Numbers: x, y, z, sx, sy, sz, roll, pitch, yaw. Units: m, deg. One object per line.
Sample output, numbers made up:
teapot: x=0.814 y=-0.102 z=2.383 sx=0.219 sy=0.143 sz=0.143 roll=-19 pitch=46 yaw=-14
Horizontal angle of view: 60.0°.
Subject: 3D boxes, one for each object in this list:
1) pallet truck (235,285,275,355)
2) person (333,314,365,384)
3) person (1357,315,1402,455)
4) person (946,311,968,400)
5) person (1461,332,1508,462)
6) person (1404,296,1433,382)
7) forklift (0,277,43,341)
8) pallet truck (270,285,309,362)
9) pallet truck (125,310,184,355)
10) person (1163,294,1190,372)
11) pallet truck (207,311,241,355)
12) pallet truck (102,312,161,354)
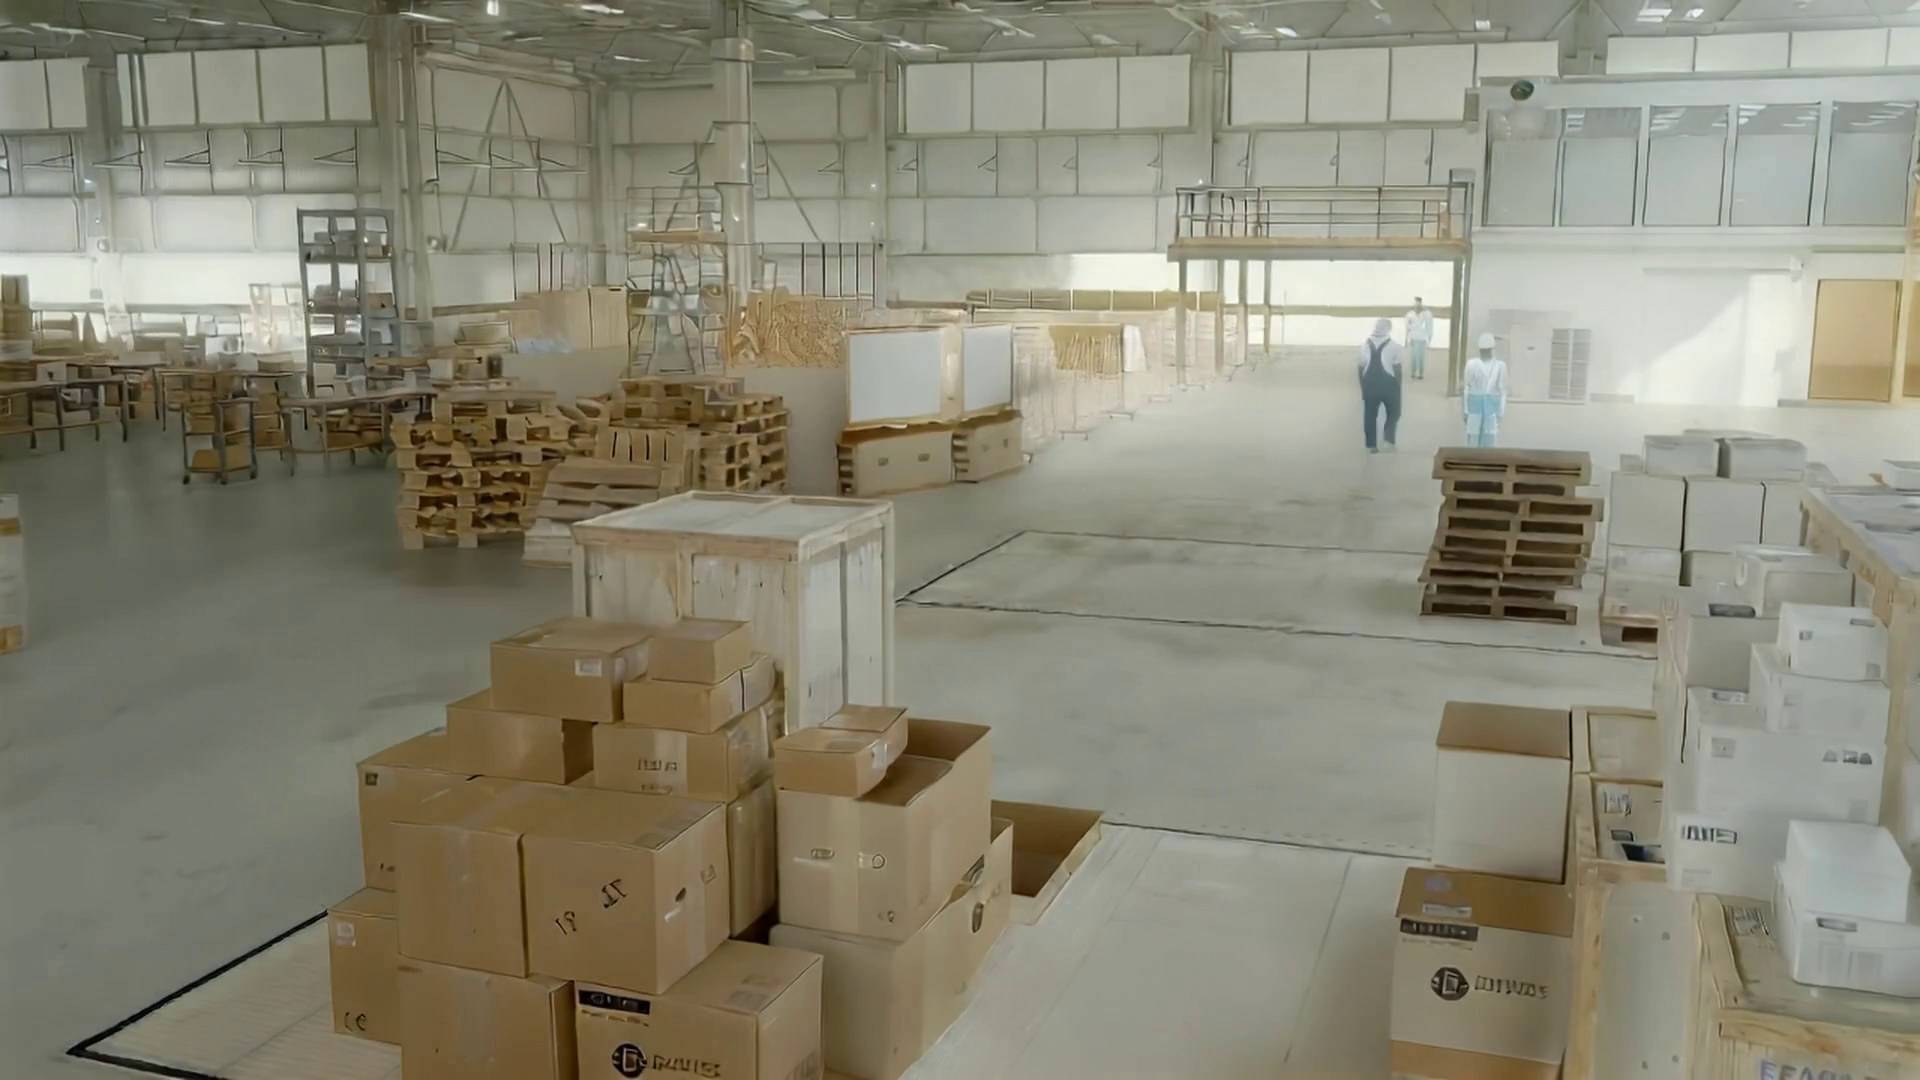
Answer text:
pallet truck: x=-18.327 y=-5.835 z=44.421 sx=0.823 sy=1.965 sz=1.885 roll=4 pitch=11 yaw=23
person: x=-11.785 y=-3.545 z=32.009 sx=0.957 sy=1.836 sz=0.520 roll=-5 pitch=11 yaw=-28
person: x=6.146 y=-2.255 z=24.141 sx=0.705 sy=2.000 sz=0.682 roll=8 pitch=13 yaw=39
person: x=-0.104 y=-3.572 z=32.364 sx=0.460 sy=1.755 sz=0.557 roll=-7 pitch=12 yaw=-34
person: x=6.620 y=-1.651 z=21.030 sx=0.553 sy=1.935 sz=0.361 roll=2 pitch=10 yaw=12
person: x=10.151 y=-4.445 z=36.839 sx=0.605 sy=1.908 sz=0.425 roll=2 pitch=10 yaw=12
forklift: x=-27.151 y=-6.329 z=46.328 sx=1.157 sy=1.987 sz=2.680 roll=3 pitch=11 yaw=17
pallet truck: x=-17.147 y=-5.700 z=43.663 sx=0.823 sy=1.965 sz=1.885 roll=3 pitch=11 yaw=17
pallet truck: x=-22.038 y=-5.665 z=45.457 sx=0.704 sy=1.261 sz=1.522 roll=3 pitch=11 yaw=17
person: x=5.224 y=-4.949 z=39.861 sx=0.750 sy=1.860 sz=0.372 roll=-1 pitch=10 yaw=-4
pallet truck: x=-19.537 y=-5.575 z=44.913 sx=0.653 sy=1.274 sz=1.630 roll=3 pitch=11 yaw=19
pallet truck: x=-23.057 y=-5.777 z=46.261 sx=0.680 sy=1.201 sz=1.601 roll=3 pitch=11 yaw=19
